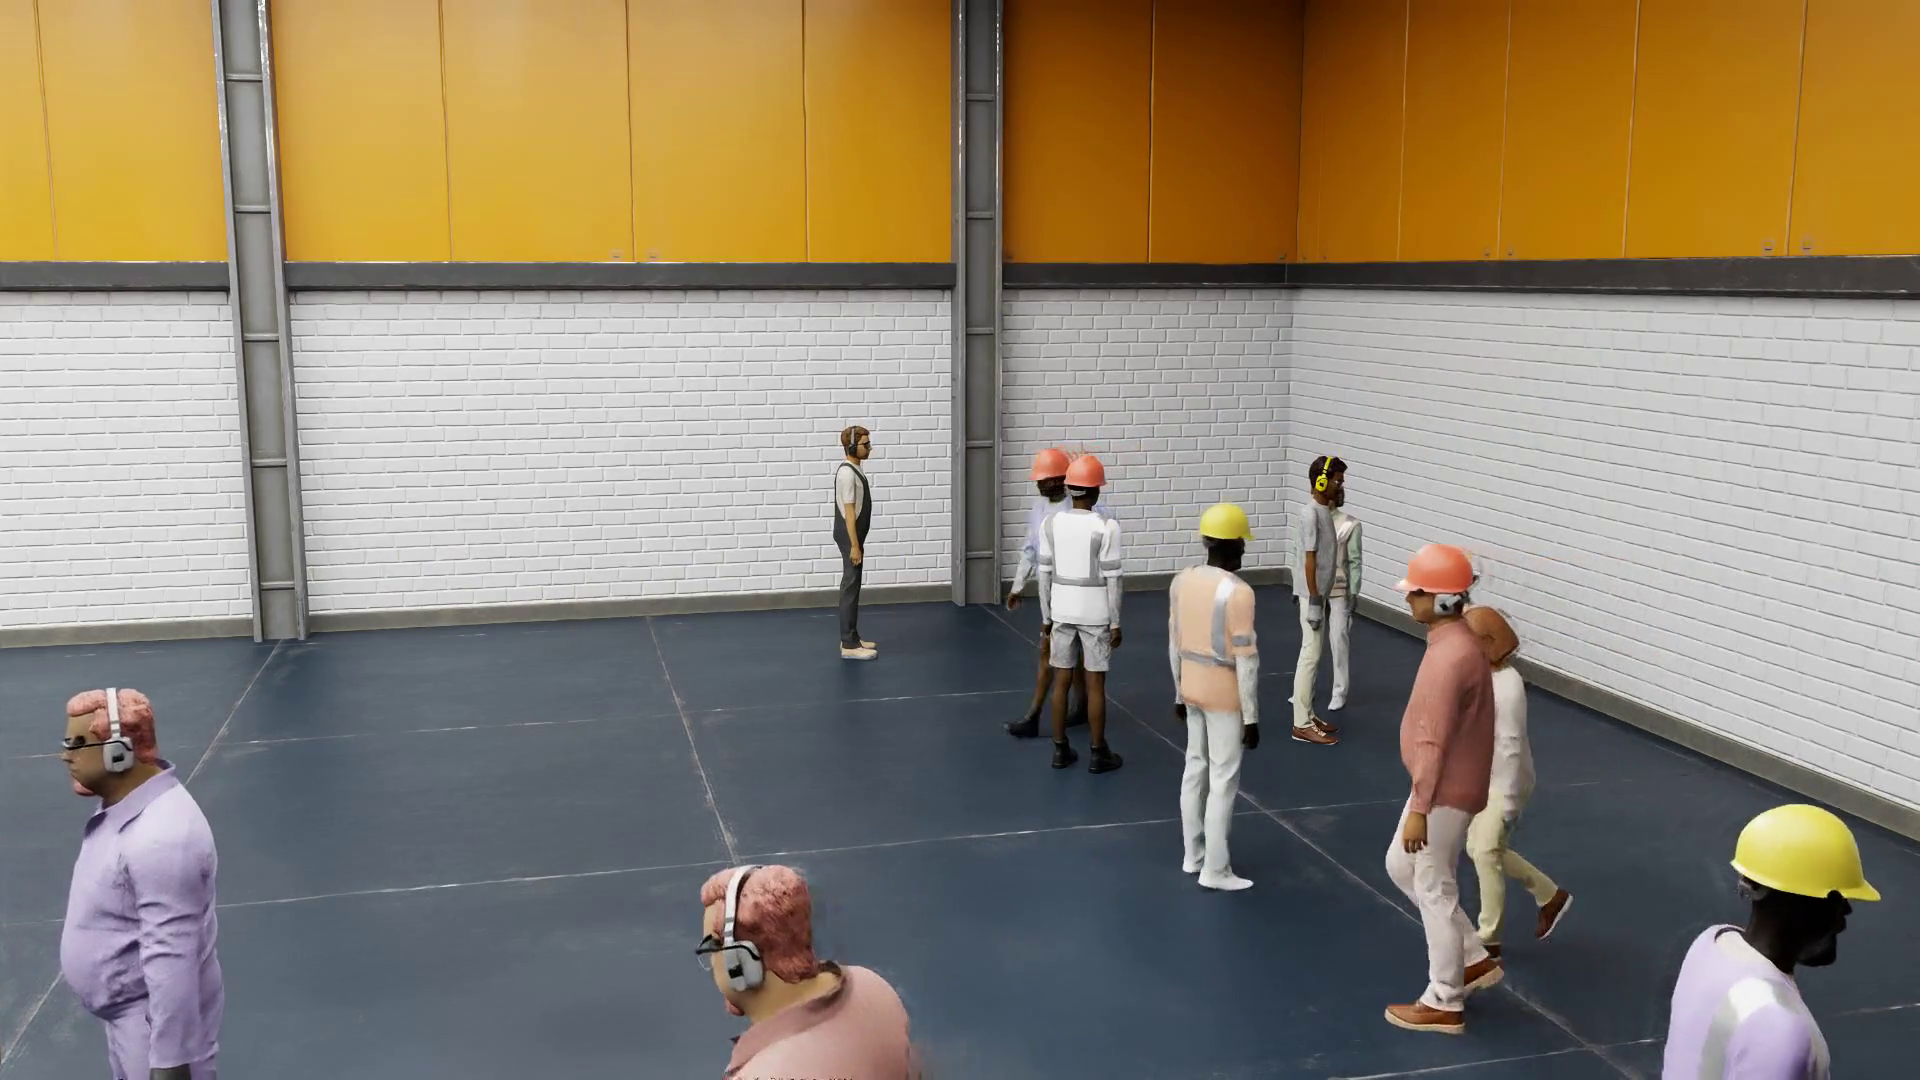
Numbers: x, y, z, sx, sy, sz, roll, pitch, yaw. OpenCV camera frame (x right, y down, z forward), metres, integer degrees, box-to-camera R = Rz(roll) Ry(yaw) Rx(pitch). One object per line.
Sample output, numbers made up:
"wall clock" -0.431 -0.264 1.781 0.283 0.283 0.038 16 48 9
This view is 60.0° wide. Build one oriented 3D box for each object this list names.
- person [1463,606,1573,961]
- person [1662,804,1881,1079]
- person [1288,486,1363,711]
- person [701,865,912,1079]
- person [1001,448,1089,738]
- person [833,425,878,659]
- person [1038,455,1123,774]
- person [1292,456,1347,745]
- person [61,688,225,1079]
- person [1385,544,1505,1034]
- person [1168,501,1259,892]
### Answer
"person" 2.420 1.074 7.306 0.547 1.607 0.505 -1 9 -3
"person" 1.840 1.508 3.703 0.943 1.880 0.611 1 9 8
"person" 2.552 0.367 11.610 0.523 1.636 0.310 7 12 39
"person" -0.259 1.568 3.364 0.519 1.876 0.710 3 10 18
"person" 0.542 0.347 10.929 0.925 1.892 0.569 -5 10 -27
"person" -0.828 0.014 13.165 0.346 1.846 0.506 0 9 -3
"person" 0.747 0.452 10.141 0.545 1.939 0.373 5 11 30
"person" 2.339 0.380 10.826 0.328 1.865 0.519 3 10 17
"person" -2.303 1.344 4.708 0.396 1.900 0.655 -6 11 -34
"person" 1.899 0.995 6.641 0.424 1.979 0.620 3 10 17
"person" 1.279 0.762 8.249 0.371 1.929 0.587 -6 11 -31
